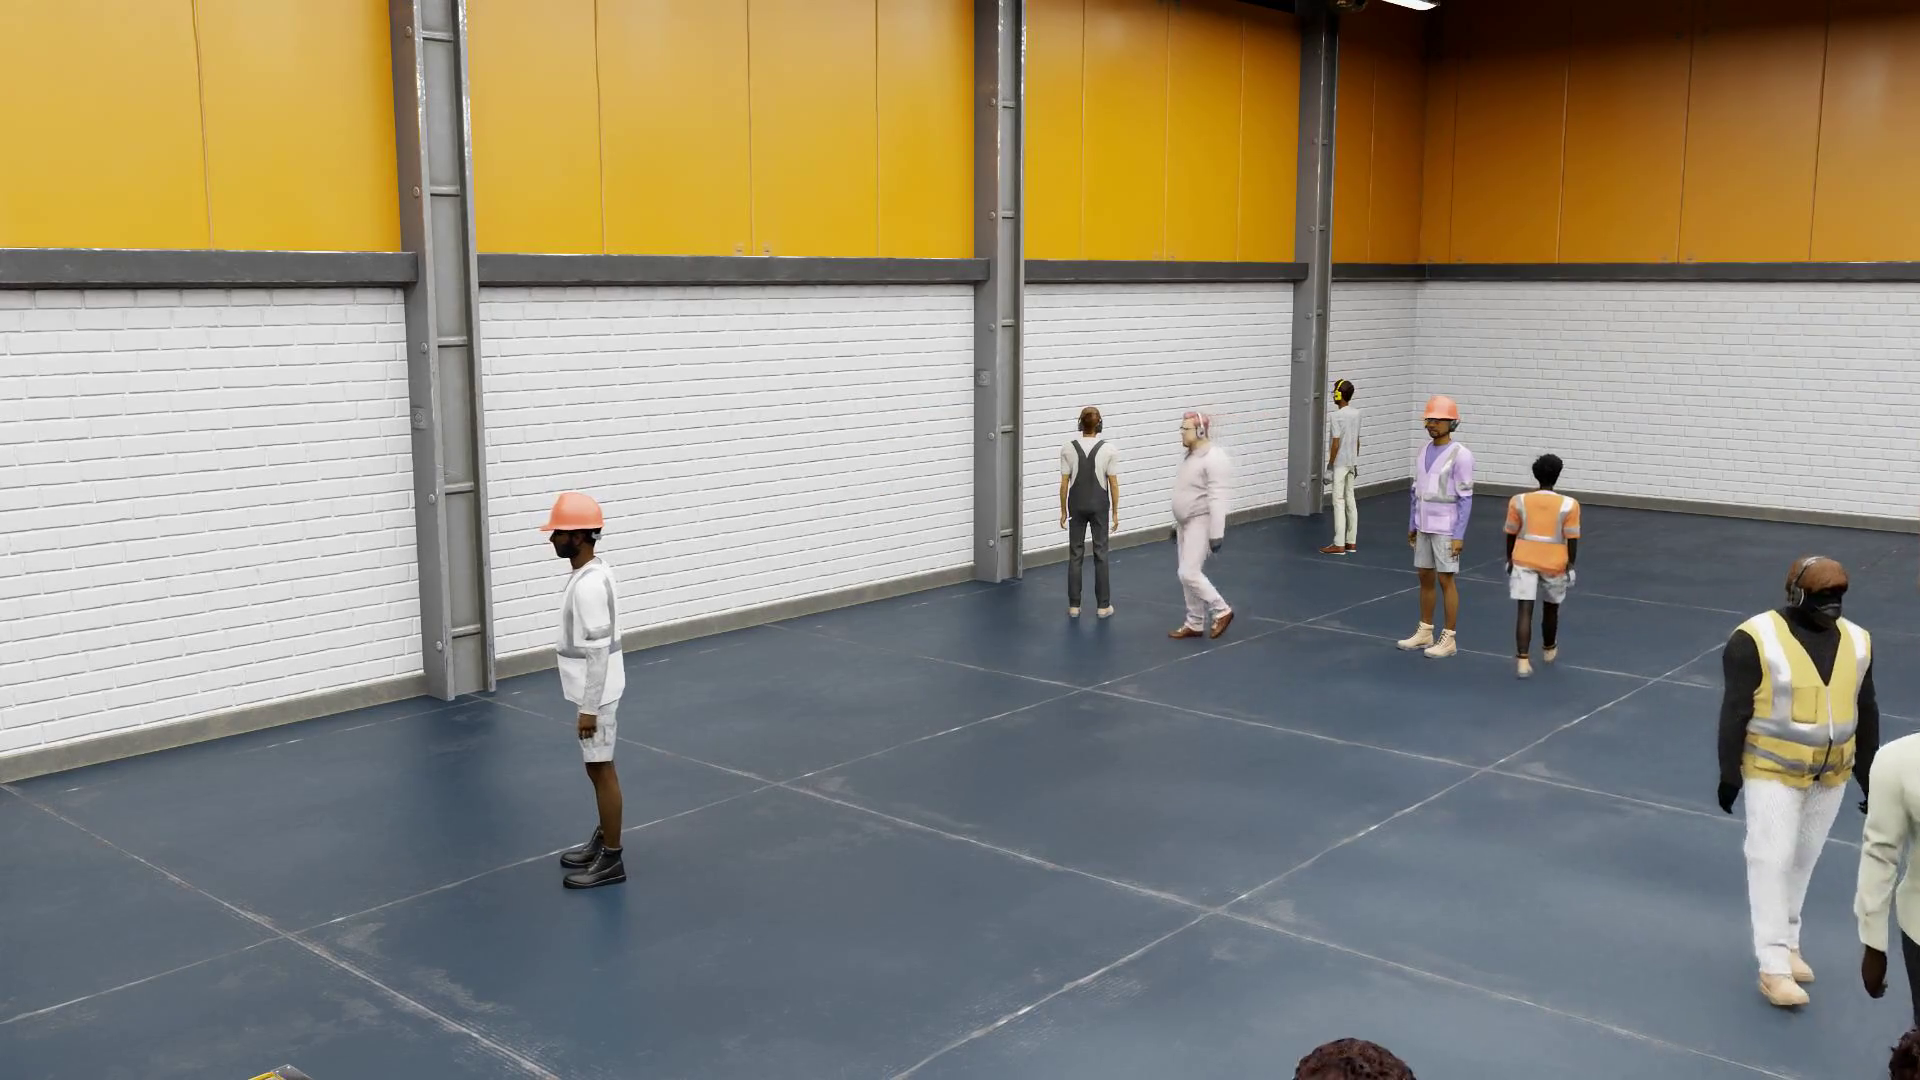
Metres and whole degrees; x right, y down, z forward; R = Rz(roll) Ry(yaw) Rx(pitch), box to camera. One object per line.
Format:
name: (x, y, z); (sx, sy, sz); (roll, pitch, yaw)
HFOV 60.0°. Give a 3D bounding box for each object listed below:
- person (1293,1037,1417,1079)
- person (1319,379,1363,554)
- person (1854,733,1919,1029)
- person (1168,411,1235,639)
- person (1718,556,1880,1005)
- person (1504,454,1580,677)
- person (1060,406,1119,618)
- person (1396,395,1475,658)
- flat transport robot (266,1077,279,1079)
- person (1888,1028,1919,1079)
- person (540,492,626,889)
person: (0.543, 1.643, 2.482); (0.628, 1.892, 0.703); (0, 9, 3)
person: (4.074, -0.780, 17.787); (0.521, 1.874, 0.328); (-8, 12, -41)
person: (3.047, 1.210, 5.005); (0.646, 1.961, 0.581); (4, 10, 22)
person: (1.916, -0.106, 13.513); (0.444, 1.893, 0.649); (-2, 9, -13)
person: (3.503, 0.981, 6.880); (0.649, 1.841, 0.554); (-1, 9, -8)
person: (4.354, 0.177, 12.469); (0.544, 1.647, 0.861); (4, 10, 26)
person: (1.124, -0.241, 14.484); (0.514, 1.844, 0.327); (2, 9, 12)
person: (3.718, -0.106, 13.001); (0.357, 2.047, 0.615); (-4, 10, -24)
flat transport robot: (-2.123, 2.021, 5.205); (1.431, 0.197, 0.652); (8, 12, 40)
person: (1.353, 1.619, 2.521); (0.635, 1.933, 0.519); (-3, 10, -18)
person: (-1.822, 0.728, 8.105); (0.376, 1.939, 0.547); (-2, 9, -12)
